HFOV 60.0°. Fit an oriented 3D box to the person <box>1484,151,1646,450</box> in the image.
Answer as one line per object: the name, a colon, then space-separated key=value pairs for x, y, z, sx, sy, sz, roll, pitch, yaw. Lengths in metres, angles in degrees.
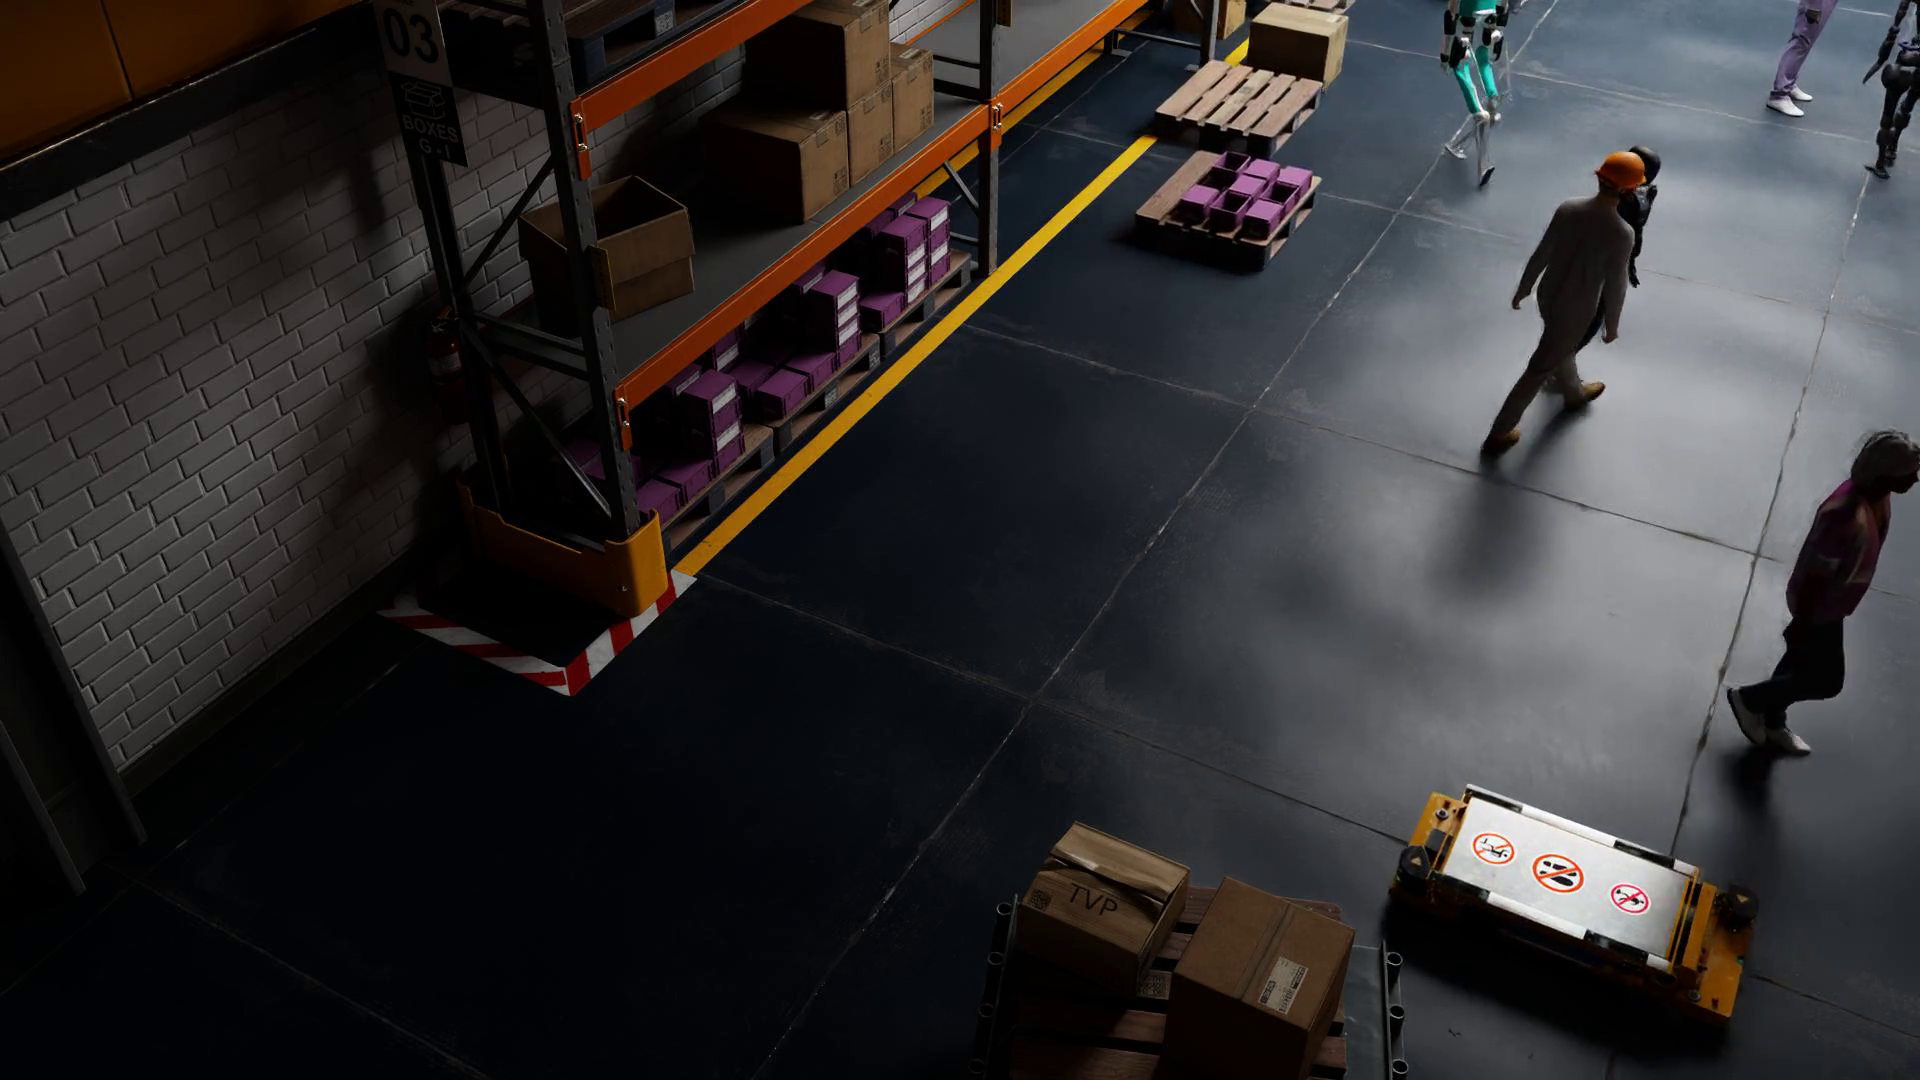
person: x=3.582 y=-1.403 z=9.728 sx=1.009 sy=1.830 sz=0.602 roll=-19 pitch=42 yaw=-22

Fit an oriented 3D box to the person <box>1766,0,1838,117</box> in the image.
person: x=6.983 y=-4.401 z=13.412 sx=0.405 sy=1.905 sz=0.651 roll=22 pitch=44 yaw=25

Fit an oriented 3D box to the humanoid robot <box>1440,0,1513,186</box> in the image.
humanoid robot: x=3.998 y=-3.563 z=12.532 sx=0.545 sy=1.802 sz=0.903 roll=-11 pitch=40 yaw=-14

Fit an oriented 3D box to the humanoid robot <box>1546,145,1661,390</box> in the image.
humanoid robot: x=3.925 y=-1.671 z=10.187 sx=0.602 sy=1.638 sz=0.377 roll=-24 pitch=44 yaw=-27

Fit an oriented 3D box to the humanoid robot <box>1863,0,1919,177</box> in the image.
humanoid robot: x=7.217 y=-3.604 z=12.605 sx=0.616 sy=1.640 sz=0.528 roll=3 pitch=39 yaw=3

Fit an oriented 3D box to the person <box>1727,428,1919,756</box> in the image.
person: x=4.003 y=0.285 z=7.608 sx=0.419 sy=1.832 sz=0.542 roll=29 pitch=47 yaw=32

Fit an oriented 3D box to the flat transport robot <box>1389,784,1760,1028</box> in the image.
flat transport robot: x=2.679 y=1.555 z=7.276 sx=1.431 sy=0.231 sz=0.659 roll=19 pitch=42 yaw=22
